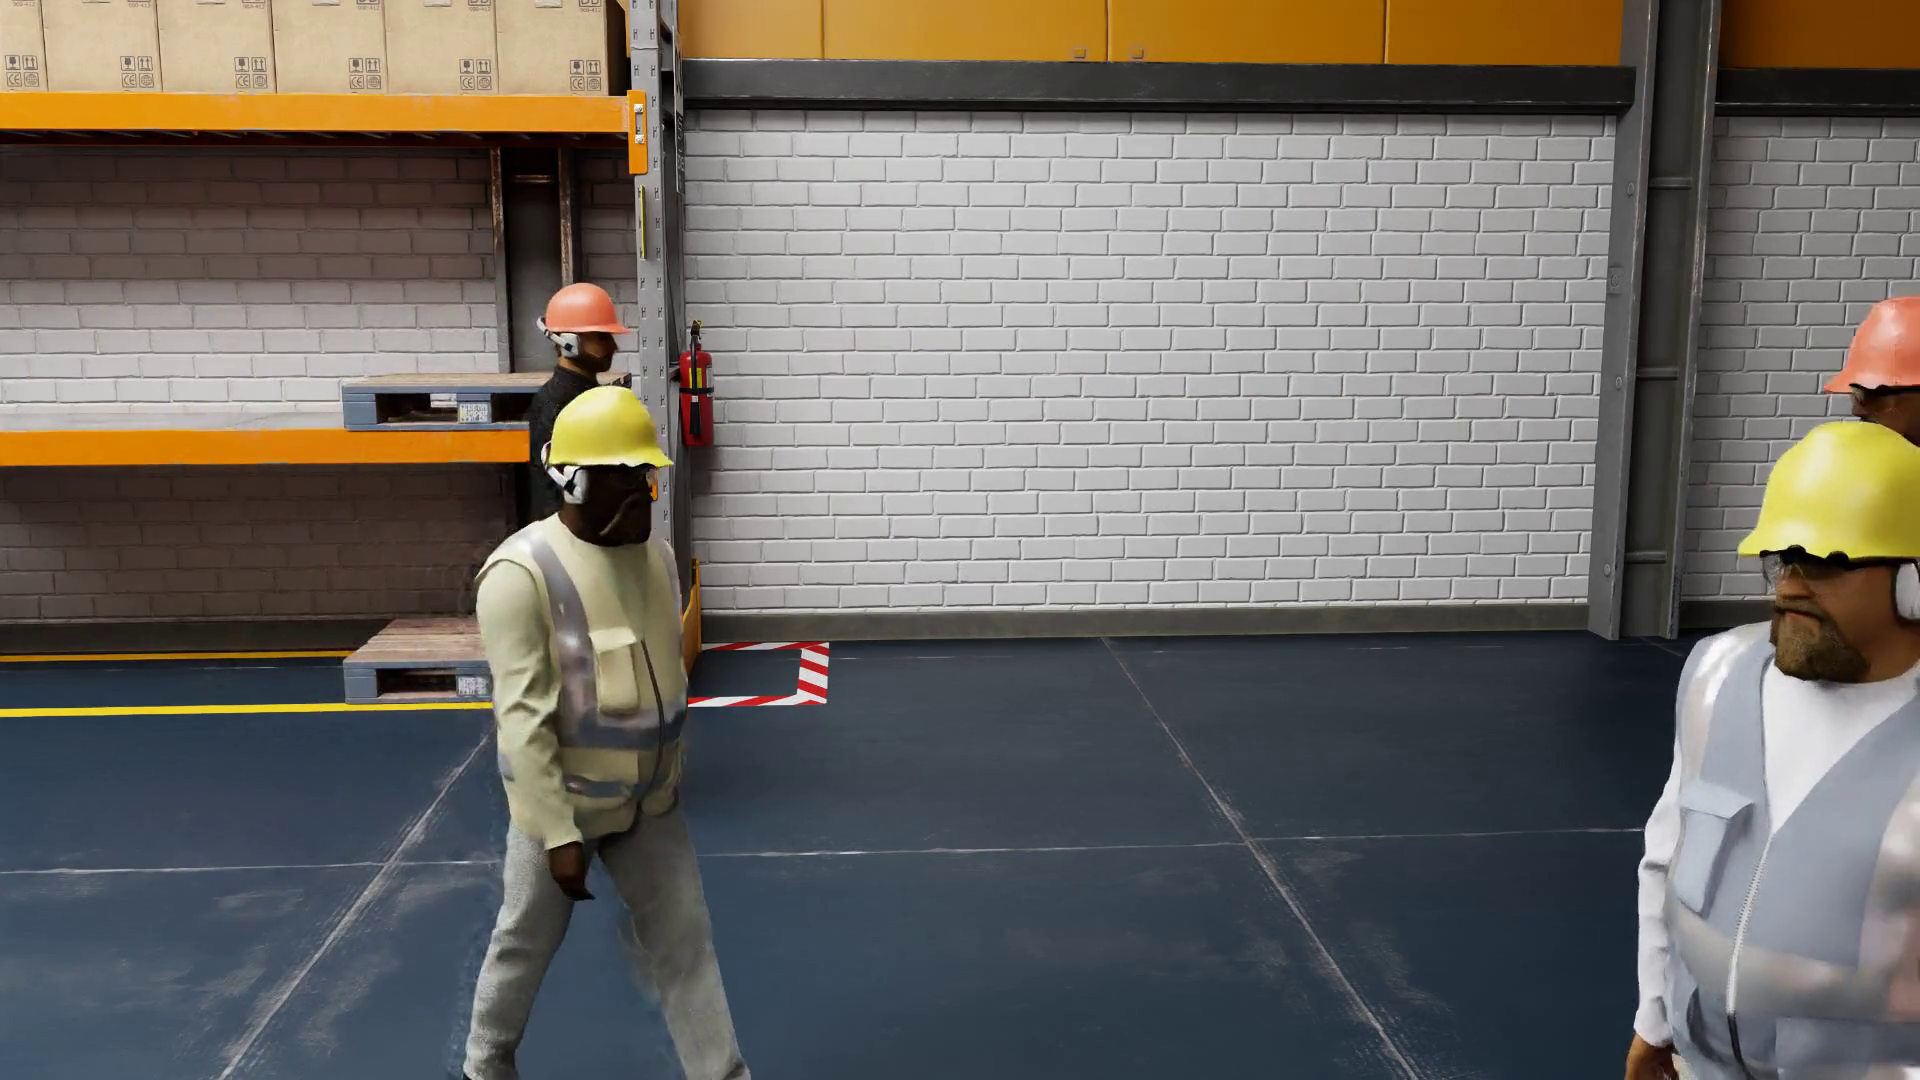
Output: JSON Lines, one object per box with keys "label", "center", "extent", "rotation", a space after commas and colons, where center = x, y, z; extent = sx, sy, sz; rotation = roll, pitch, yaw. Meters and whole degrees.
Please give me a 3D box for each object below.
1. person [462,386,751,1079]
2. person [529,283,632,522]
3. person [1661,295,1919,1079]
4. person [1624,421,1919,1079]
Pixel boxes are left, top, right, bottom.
{"label": "person", "center": [-0.812, 0.551, 3.733], "extent": [0.946, 1.787, 0.592], "rotation": [6, 11, 33]}
{"label": "person", "center": [-1.370, 0.064, 6.096], "extent": [0.393, 1.992, 0.622], "rotation": [0, 9, 0]}
{"label": "person", "center": [2.196, 0.452, 3.736], "extent": [1.034, 1.983, 0.621], "rotation": [3, 10, 18]}
{"label": "person", "center": [1.213, 0.741, 2.368], "extent": [0.403, 1.829, 0.600], "rotation": [-5, 10, -29]}
